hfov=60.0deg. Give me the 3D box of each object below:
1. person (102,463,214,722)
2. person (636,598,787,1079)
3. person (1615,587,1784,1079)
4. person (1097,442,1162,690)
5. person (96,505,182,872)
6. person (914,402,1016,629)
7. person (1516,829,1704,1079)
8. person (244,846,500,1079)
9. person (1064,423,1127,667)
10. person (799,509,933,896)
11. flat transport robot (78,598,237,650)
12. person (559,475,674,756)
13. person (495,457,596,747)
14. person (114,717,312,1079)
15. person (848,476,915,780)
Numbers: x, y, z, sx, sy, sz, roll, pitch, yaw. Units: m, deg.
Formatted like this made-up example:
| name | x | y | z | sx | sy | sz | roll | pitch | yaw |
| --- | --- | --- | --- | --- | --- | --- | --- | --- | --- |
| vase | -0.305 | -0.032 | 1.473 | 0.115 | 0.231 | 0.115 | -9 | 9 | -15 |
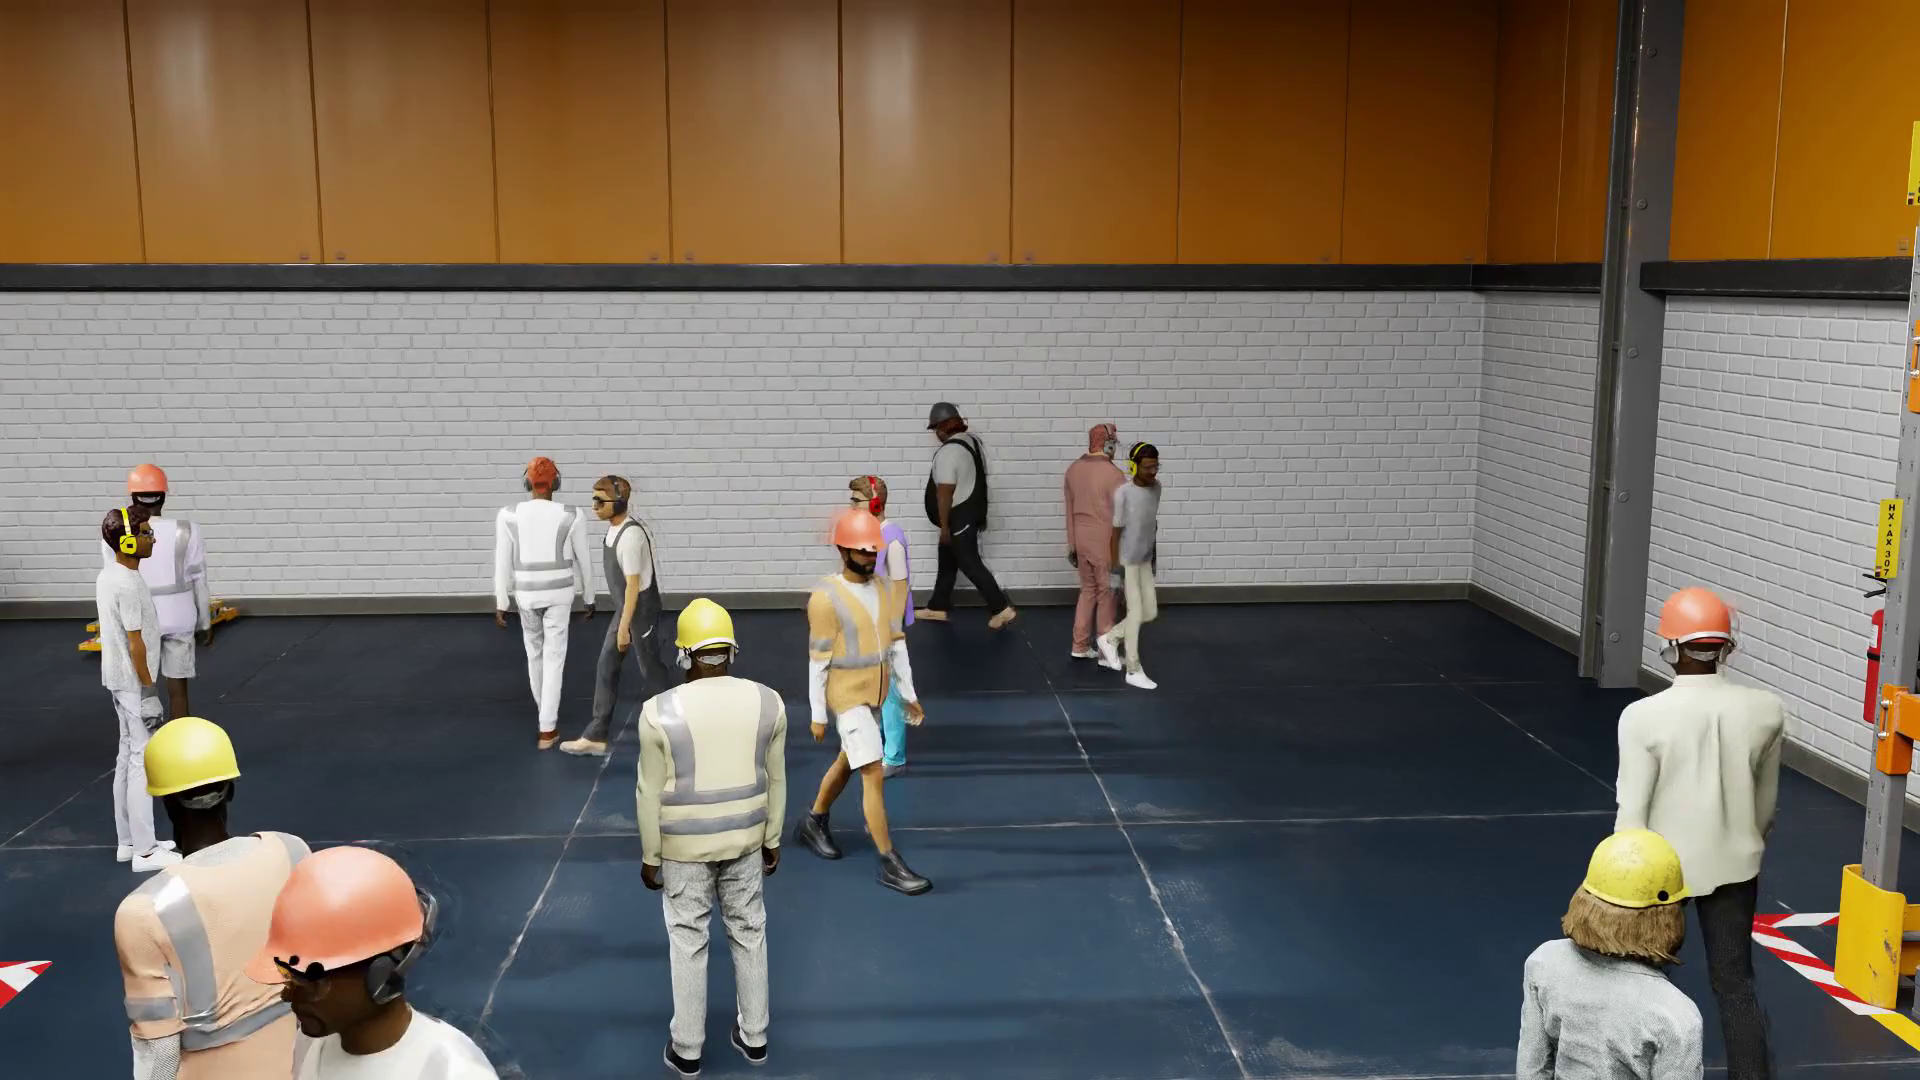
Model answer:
| name | x | y | z | sx | sy | sz | roll | pitch | yaw |
| --- | --- | --- | --- | --- | --- | --- | --- | --- | --- |
| person | -4.787 | 0.501 | 9.964 | 0.565 | 1.922 | 0.425 | -3 | 10 | -21 |
| person | -0.942 | 1.129 | 6.328 | 0.585 | 1.824 | 0.405 | -5 | 10 | -30 |
| person | 2.615 | 1.141 | 5.883 | 0.627 | 1.952 | 1.037 | 0 | 9 | 1 |
| person | 1.252 | 0.178 | 12.228 | 0.559 | 1.836 | 0.624 | -9 | 13 | -44 |
| person | -4.204 | 0.754 | 8.516 | 0.328 | 1.873 | 0.520 | -8 | 12 | -40 |
| person | 0.062 | -0.259 | 14.343 | 1.012 | 2.000 | 0.750 | 3 | 10 | 21 |
| person | 1.569 | 1.536 | 4.002 | 0.299 | 1.743 | 0.493 | -5 | 11 | -31 |
| person | -1.087 | 1.545 | 3.191 | 0.610 | 1.993 | 1.053 | 6 | 11 | 33 |
| person | 1.091 | 0.039 | 12.908 | 0.404 | 1.906 | 0.669 | -6 | 11 | -32 |
| person | -0.531 | 0.770 | 8.364 | 0.988 | 1.896 | 0.544 | 7 | 11 | 36 |
| flat transport robot | -6.695 | 0.688 | 13.936 | 0.652 | 0.197 | 1.431 | 0 | 9 | 0 |
| person | -2.131 | 0.490 | 10.379 | 0.885 | 1.799 | 0.524 | -4 | 10 | -26 |
| person | -2.703 | 0.372 | 10.967 | 0.610 | 1.847 | 0.895 | 0 | 9 | -2 |
| person | -1.904 | 1.401 | 4.291 | 0.377 | 1.920 | 0.594 | 4 | 10 | 22 |
| person | -0.485 | 0.522 | 10.055 | 0.372 | 1.840 | 0.570 | -5 | 10 | -28 |
